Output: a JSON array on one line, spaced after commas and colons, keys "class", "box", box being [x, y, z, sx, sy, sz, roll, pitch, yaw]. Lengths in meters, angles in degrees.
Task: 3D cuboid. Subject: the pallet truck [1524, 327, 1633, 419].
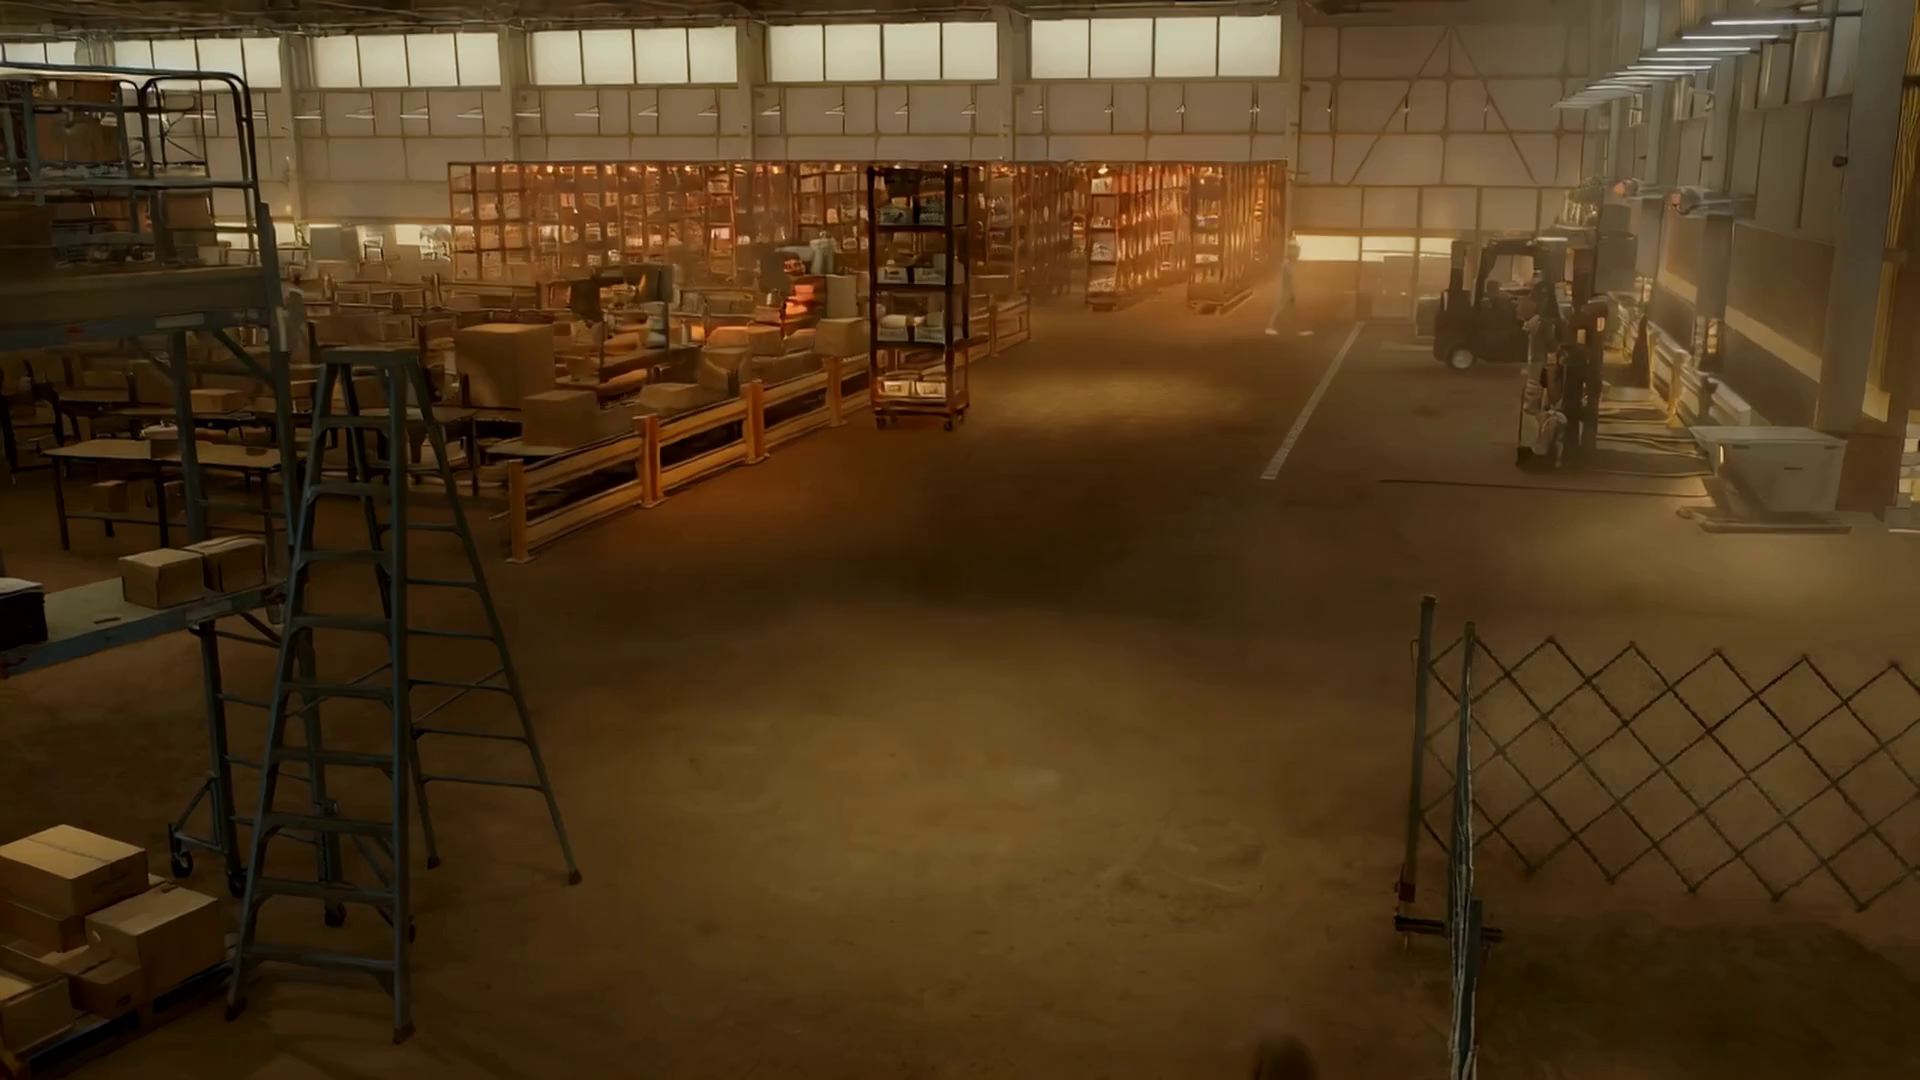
[{"class": "pallet truck", "box": [9.065, -2.460, 24.370, 1.522, 1.261, 0.704, 3, 13, 14]}]

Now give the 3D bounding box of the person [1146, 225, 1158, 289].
[{"class": "person", "box": [5.342, -7.918, 46.762, 0.390, 1.837, 0.585, -7, 15, -26]}]

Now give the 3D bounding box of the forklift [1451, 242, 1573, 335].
[{"class": "forklift", "box": [10.464, -4.597, 31.405, 2.680, 1.987, 1.157, 4, 14, 16]}]

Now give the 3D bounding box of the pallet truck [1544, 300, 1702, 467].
[{"class": "pallet truck", "box": [8.263, -1.952, 20.631, 1.885, 1.965, 0.823, 5, 14, 20]}]

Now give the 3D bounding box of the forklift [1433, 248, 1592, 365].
[{"class": "forklift", "box": [9.780, -4.111, 29.280, 2.680, 1.987, 1.157, 3, 13, 14]}]

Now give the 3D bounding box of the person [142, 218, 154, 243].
[{"class": "person", "box": [-23.532, -8.413, 48.595, 0.628, 1.970, 0.584, -7, 15, -26]}]

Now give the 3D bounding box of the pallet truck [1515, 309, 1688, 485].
[{"class": "pallet truck", "box": [7.554, -1.677, 19.446, 1.885, 1.965, 0.823, 3, 13, 14]}]

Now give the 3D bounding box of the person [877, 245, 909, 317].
[{"class": "person", "box": [-1.462, -5.719, 37.393, 0.976, 1.783, 0.588, 3, 13, 15]}]

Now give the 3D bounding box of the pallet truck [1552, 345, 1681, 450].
[{"class": "pallet truck", "box": [8.641, -1.896, 21.908, 1.630, 1.274, 0.653, 4, 14, 16]}]

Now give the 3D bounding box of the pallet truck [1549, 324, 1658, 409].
[{"class": "pallet truck", "box": [9.824, -2.669, 25.407, 1.601, 1.201, 0.680, 4, 14, 16]}]

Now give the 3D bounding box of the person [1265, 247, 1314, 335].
[{"class": "person", "box": [6.979, -5.257, 35.229, 1.014, 1.859, 0.652, 5, 14, 20]}]

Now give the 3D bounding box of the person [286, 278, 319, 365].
[{"class": "person", "box": [-11.177, -3.584, 28.264, 0.540, 1.727, 0.861, 12, 18, 43]}]
